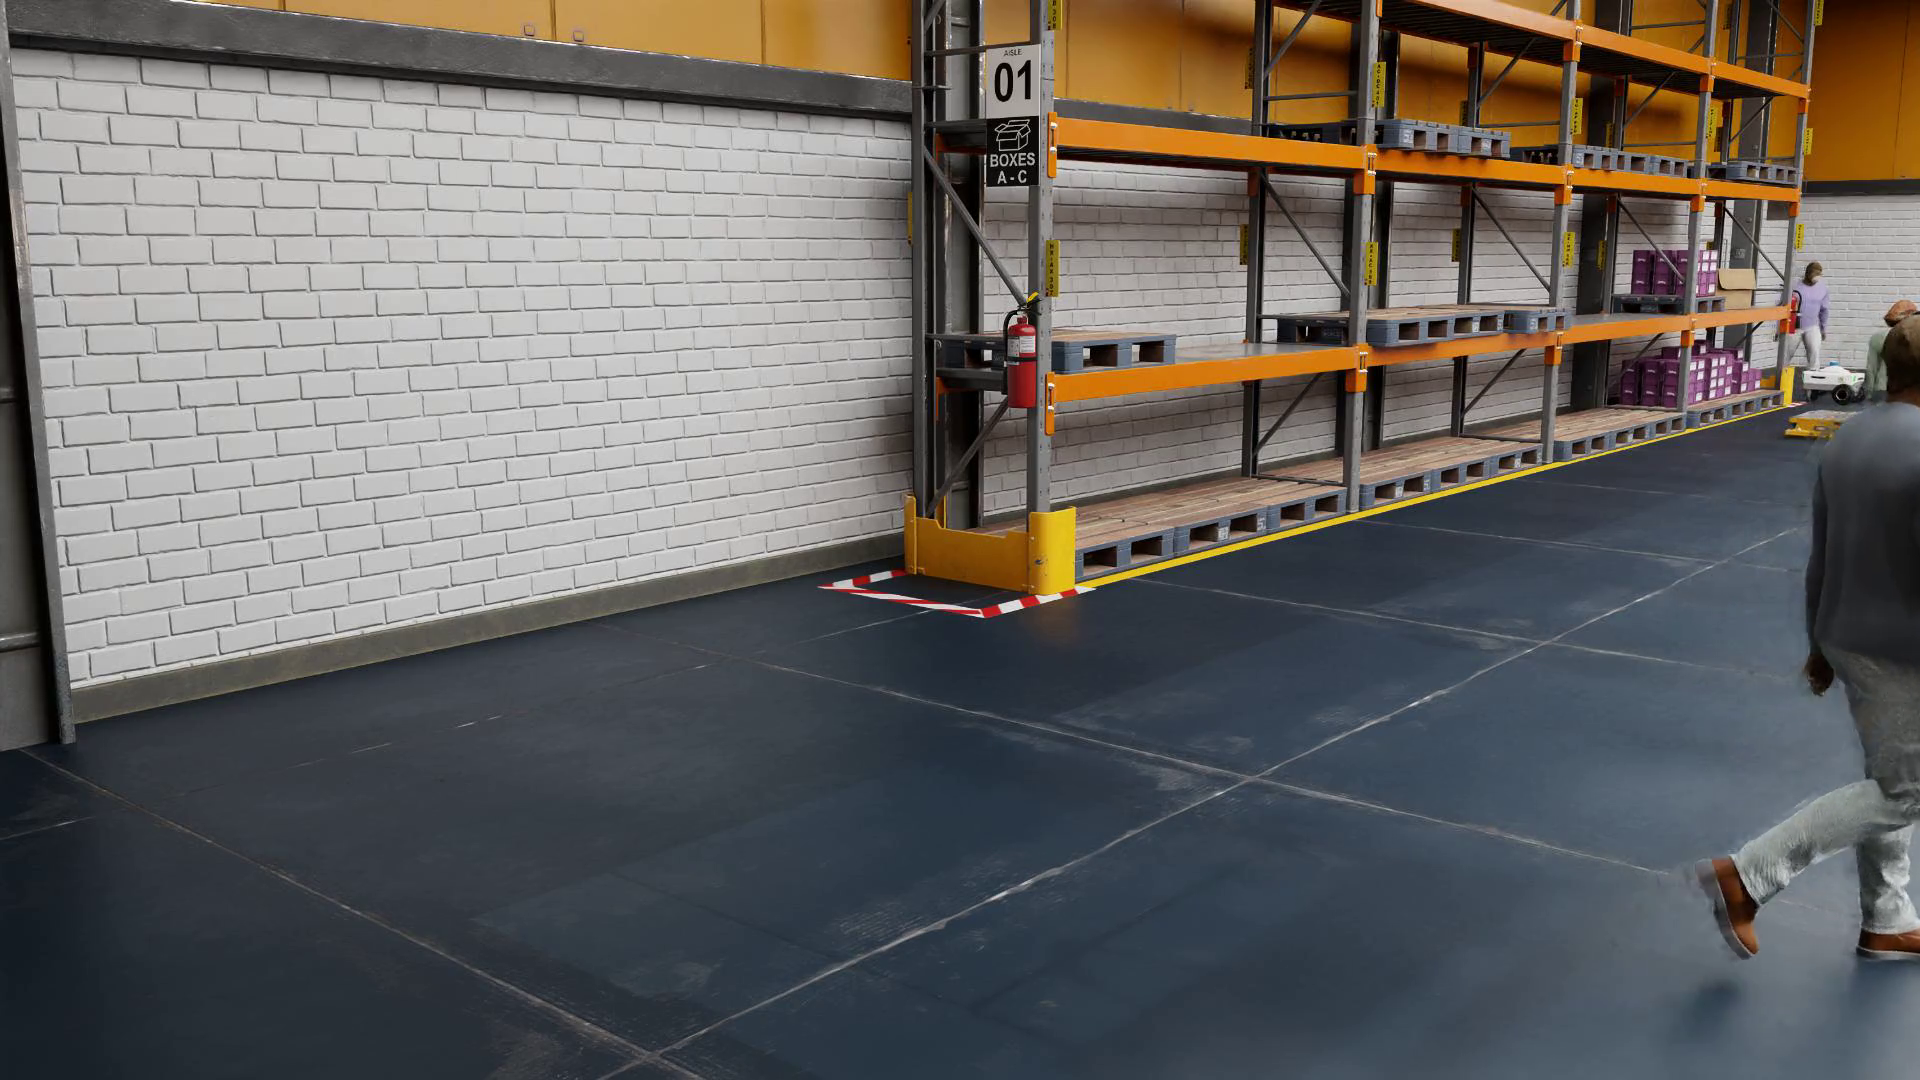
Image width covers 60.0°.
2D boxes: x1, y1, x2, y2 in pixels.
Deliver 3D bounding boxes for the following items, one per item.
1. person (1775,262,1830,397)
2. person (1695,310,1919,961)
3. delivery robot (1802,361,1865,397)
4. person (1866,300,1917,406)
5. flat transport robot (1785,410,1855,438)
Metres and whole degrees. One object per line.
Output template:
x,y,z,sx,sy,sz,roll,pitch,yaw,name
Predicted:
11.820,-2.942,23.313,0.708,1.867,1.037,1,10,5,person
2.534,0.309,4.689,0.768,1.914,0.638,1,10,3,person
11.704,-2.154,22.304,0.477,0.478,0.707,-8,13,-40,delivery robot
8.095,-1.257,14.394,0.278,1.633,0.498,-7,12,-33,person
9.691,-1.288,18.447,0.652,0.197,1.431,8,13,39,flat transport robot
